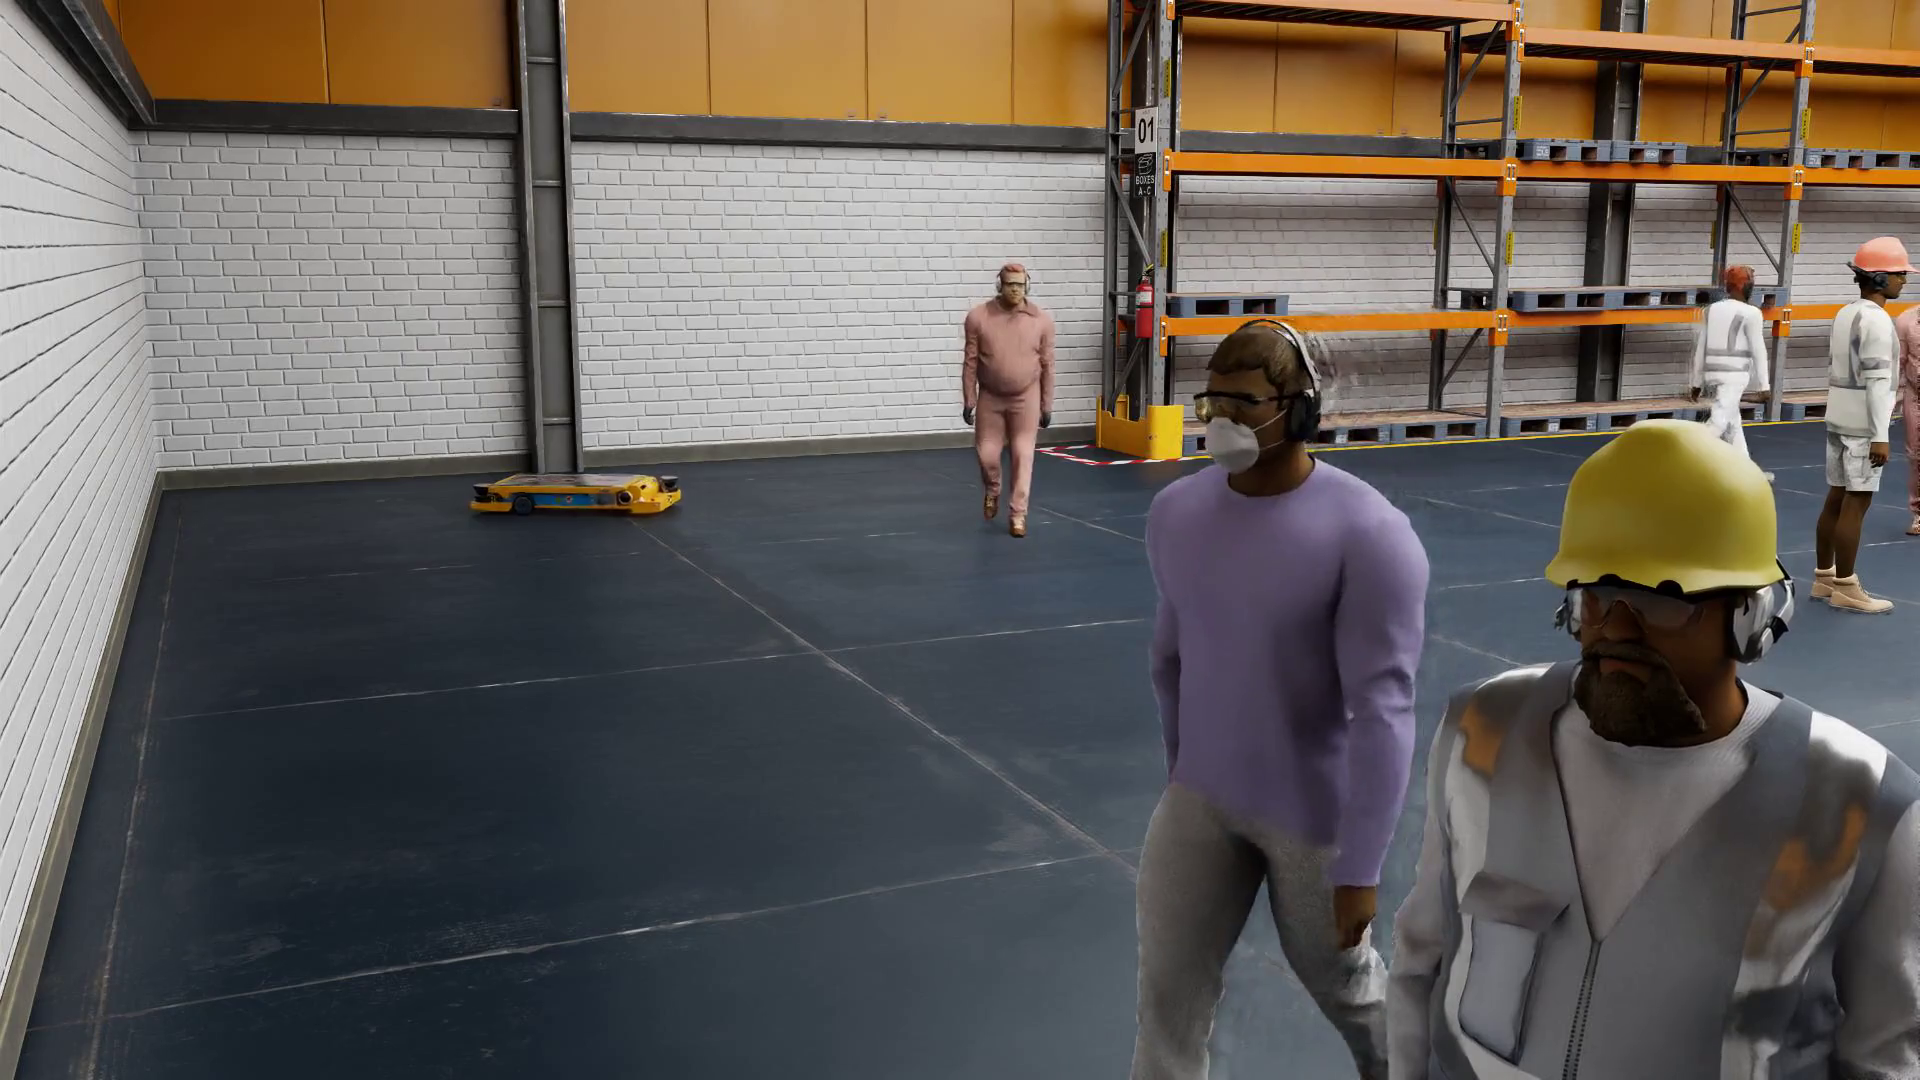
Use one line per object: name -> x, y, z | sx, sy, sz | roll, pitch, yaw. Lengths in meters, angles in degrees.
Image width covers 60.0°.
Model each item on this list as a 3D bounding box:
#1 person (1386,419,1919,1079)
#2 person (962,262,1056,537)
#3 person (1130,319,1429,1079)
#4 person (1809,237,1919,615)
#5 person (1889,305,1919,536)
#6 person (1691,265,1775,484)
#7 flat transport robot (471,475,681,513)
person -> 0.756, 0.772, 1.933 | 0.586, 1.835, 0.403 | 8, 13, 37
person -> 0.346, -0.981, 11.545 | 0.654, 1.885, 0.553 | 0, 10, 3
person -> 0.627, 0.511, 3.267 | 1.050, 1.890, 0.644 | -10, 14, -44
person -> 4.956, -0.623, 9.118 | 0.378, 2.045, 0.605 | 2, 10, 9
person -> 6.565, -0.915, 11.222 | 0.672, 1.871, 0.874 | 9, 13, 40
person -> 6.205, -1.273, 13.337 | 0.978, 1.829, 0.598 | -3, 11, -16
flat transport robot -> -2.895, -0.359, 12.589 | 1.431, 0.197, 0.652 | 1, 10, 4
